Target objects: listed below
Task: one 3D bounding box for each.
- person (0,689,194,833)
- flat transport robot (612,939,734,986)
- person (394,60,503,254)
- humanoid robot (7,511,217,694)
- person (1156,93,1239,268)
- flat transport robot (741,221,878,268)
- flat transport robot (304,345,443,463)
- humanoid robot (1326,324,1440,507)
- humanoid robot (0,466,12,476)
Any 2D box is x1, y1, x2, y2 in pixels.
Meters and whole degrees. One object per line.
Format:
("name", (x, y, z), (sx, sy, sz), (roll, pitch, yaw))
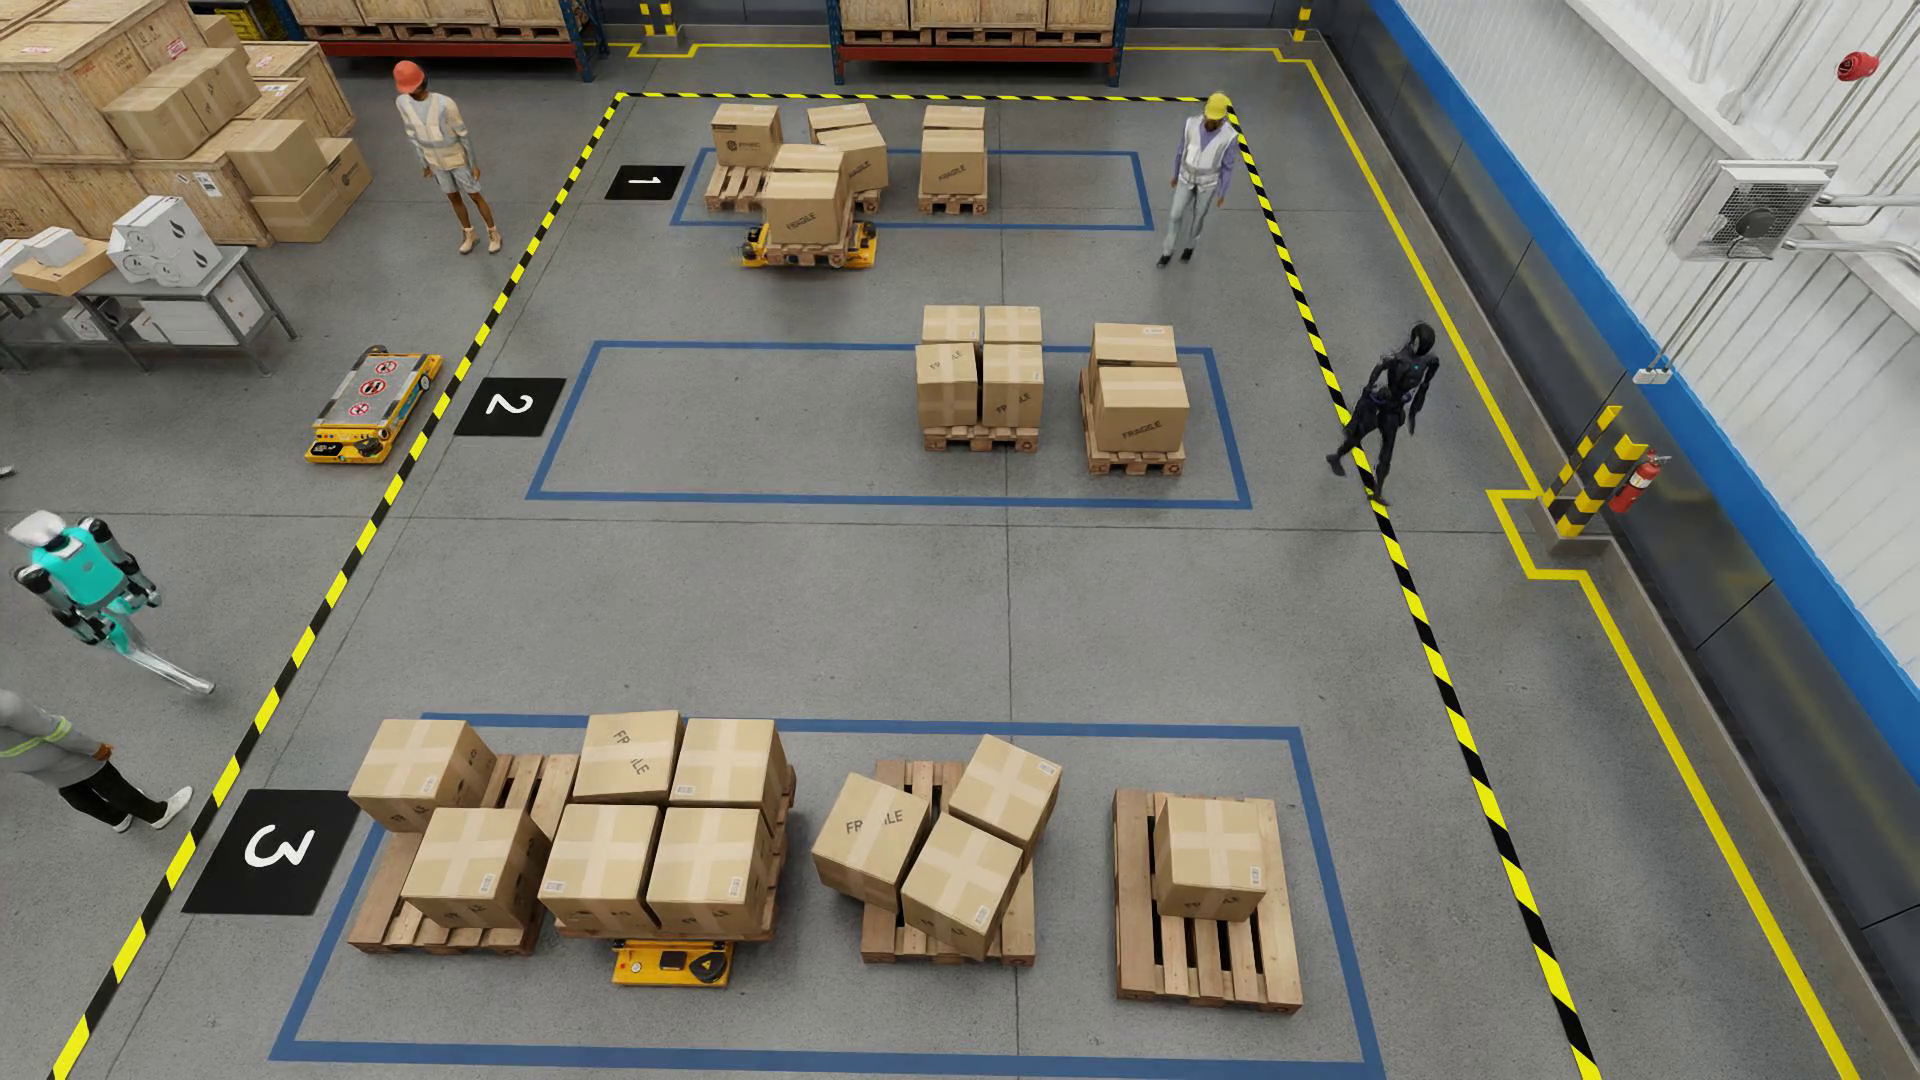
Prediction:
("person", (-5.305, 1.194, 5.319), (0.596, 1.852, 0.361), (-1, 50, -1))
("flat transport robot", (-1.659, 1.971, 5.681), (0.652, 0.197, 1.431), (1, 50, 1))
("person", (-5.337, -3.938, 9.544), (0.604, 2.035, 0.386), (1, 50, 1))
("humanoid robot", (-5.658, 0.426, 6.031), (0.958, 1.729, 0.536), (12, 51, 10))
("person", (2.447, -3.664, 9.447), (0.619, 1.818, 0.576), (21, 53, 17))
("flat transport robot", (-1.653, -3.284, 10.128), (1.431, 0.197, 0.652), (1, 50, 1))
("flat transport robot", (-5.383, -1.269, 8.441), (0.659, 0.231, 1.431), (1, 50, 1))
("humanoid robot", (3.390, -0.984, 7.296), (0.583, 1.625, 0.750), (-7, 50, -6))
("humanoid robot", (-8.427, -0.963, 7.275), (0.848, 1.854, 0.567), (-29, 56, -22))
